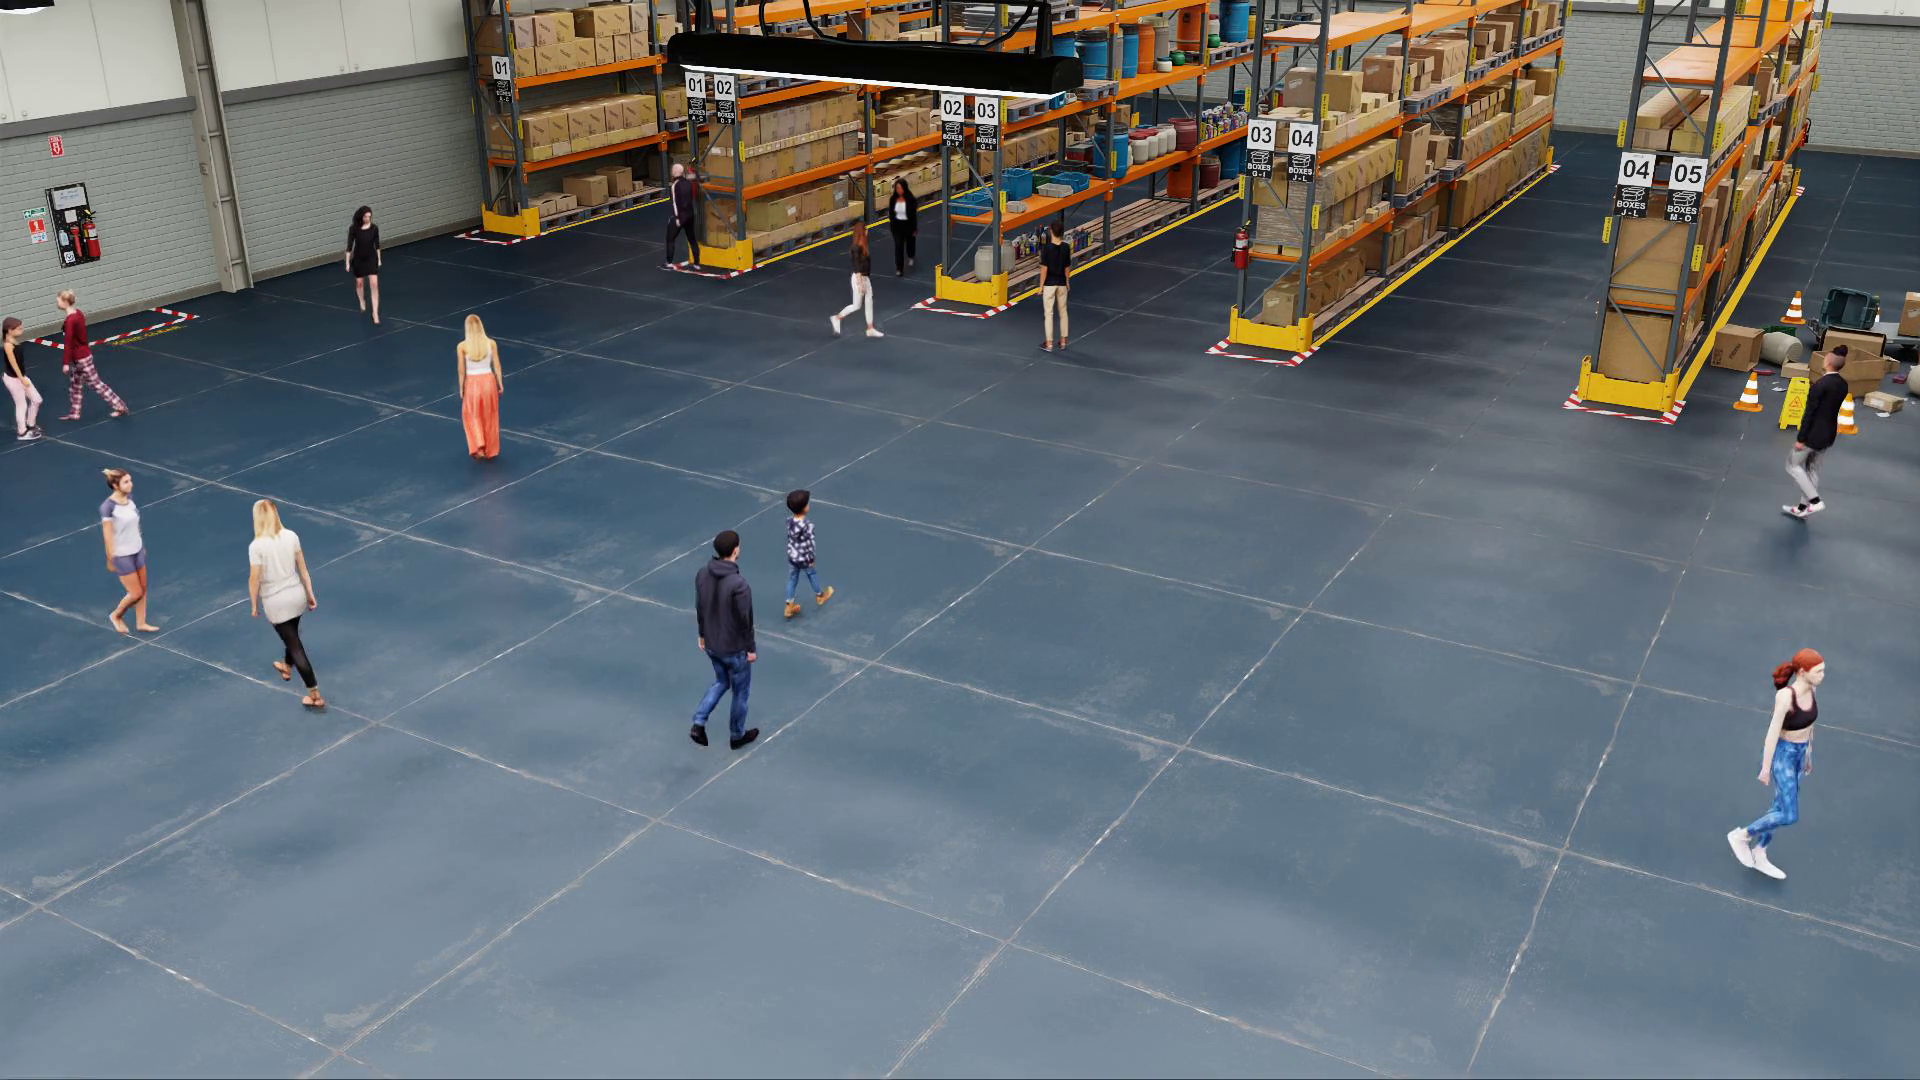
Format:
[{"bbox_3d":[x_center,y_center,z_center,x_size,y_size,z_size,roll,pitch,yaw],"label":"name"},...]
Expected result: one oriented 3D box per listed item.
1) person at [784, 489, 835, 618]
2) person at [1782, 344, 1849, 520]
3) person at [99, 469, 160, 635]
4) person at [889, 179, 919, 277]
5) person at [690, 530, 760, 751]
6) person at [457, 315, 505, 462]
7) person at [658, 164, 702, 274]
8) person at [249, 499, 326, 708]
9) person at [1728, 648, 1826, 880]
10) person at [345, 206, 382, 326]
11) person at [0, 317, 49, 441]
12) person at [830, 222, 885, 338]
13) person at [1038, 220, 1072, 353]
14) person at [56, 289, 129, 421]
[{"bbox_3d":[-1.530,0.145,15.590,0.523,1.223,0.812,14,27,30],"label":"person"},{"bbox_3d":[9.158,-1.105,17.609,0.888,1.943,0.961,-12,26,-27],"label":"person"},{"bbox_3d":[-7.665,0.121,15.152,0.747,1.610,0.680,5,24,12],"label":"person"},{"bbox_3d":[-0.923,-5.218,27.737,0.920,1.586,1.118,2,23,4],"label":"person"},{"bbox_3d":[-1.898,0.857,13.088,0.736,1.870,0.920,17,28,34],"label":"person"},{"bbox_3d":[-5.535,-1.714,19.233,0.928,1.793,0.985,-7,24,-15],"label":"person"},{"bbox_3d":[-4.527,-5.325,27.703,0.771,1.809,0.917,15,27,31],"label":"person"},{"bbox_3d":[-5.586,0.575,13.878,0.779,1.771,1.126,17,29,35],"label":"person"},{"bbox_3d":[5.677,1.536,11.616,0.711,1.773,0.746,-18,29,-36],"label":"person"},{"bbox_3d":[-8.950,-4.132,24.971,1.170,1.752,1.146,-9,25,-20],"label":"person"},{"bbox_3d":[-11.448,-1.927,20.060,0.730,1.537,0.667,-6,24,-15],"label":"person"},{"bbox_3d":[-1.520,-3.767,24.198,0.812,1.684,1.019,6,24,14],"label":"person"},{"bbox_3d":[1.355,-3.613,23.613,0.663,1.859,0.766,-10,25,-23],"label":"person"},{"bbox_3d":[-10.866,-2.280,20.733,1.128,1.660,1.033,-8,24,-18],"label":"person"}]
